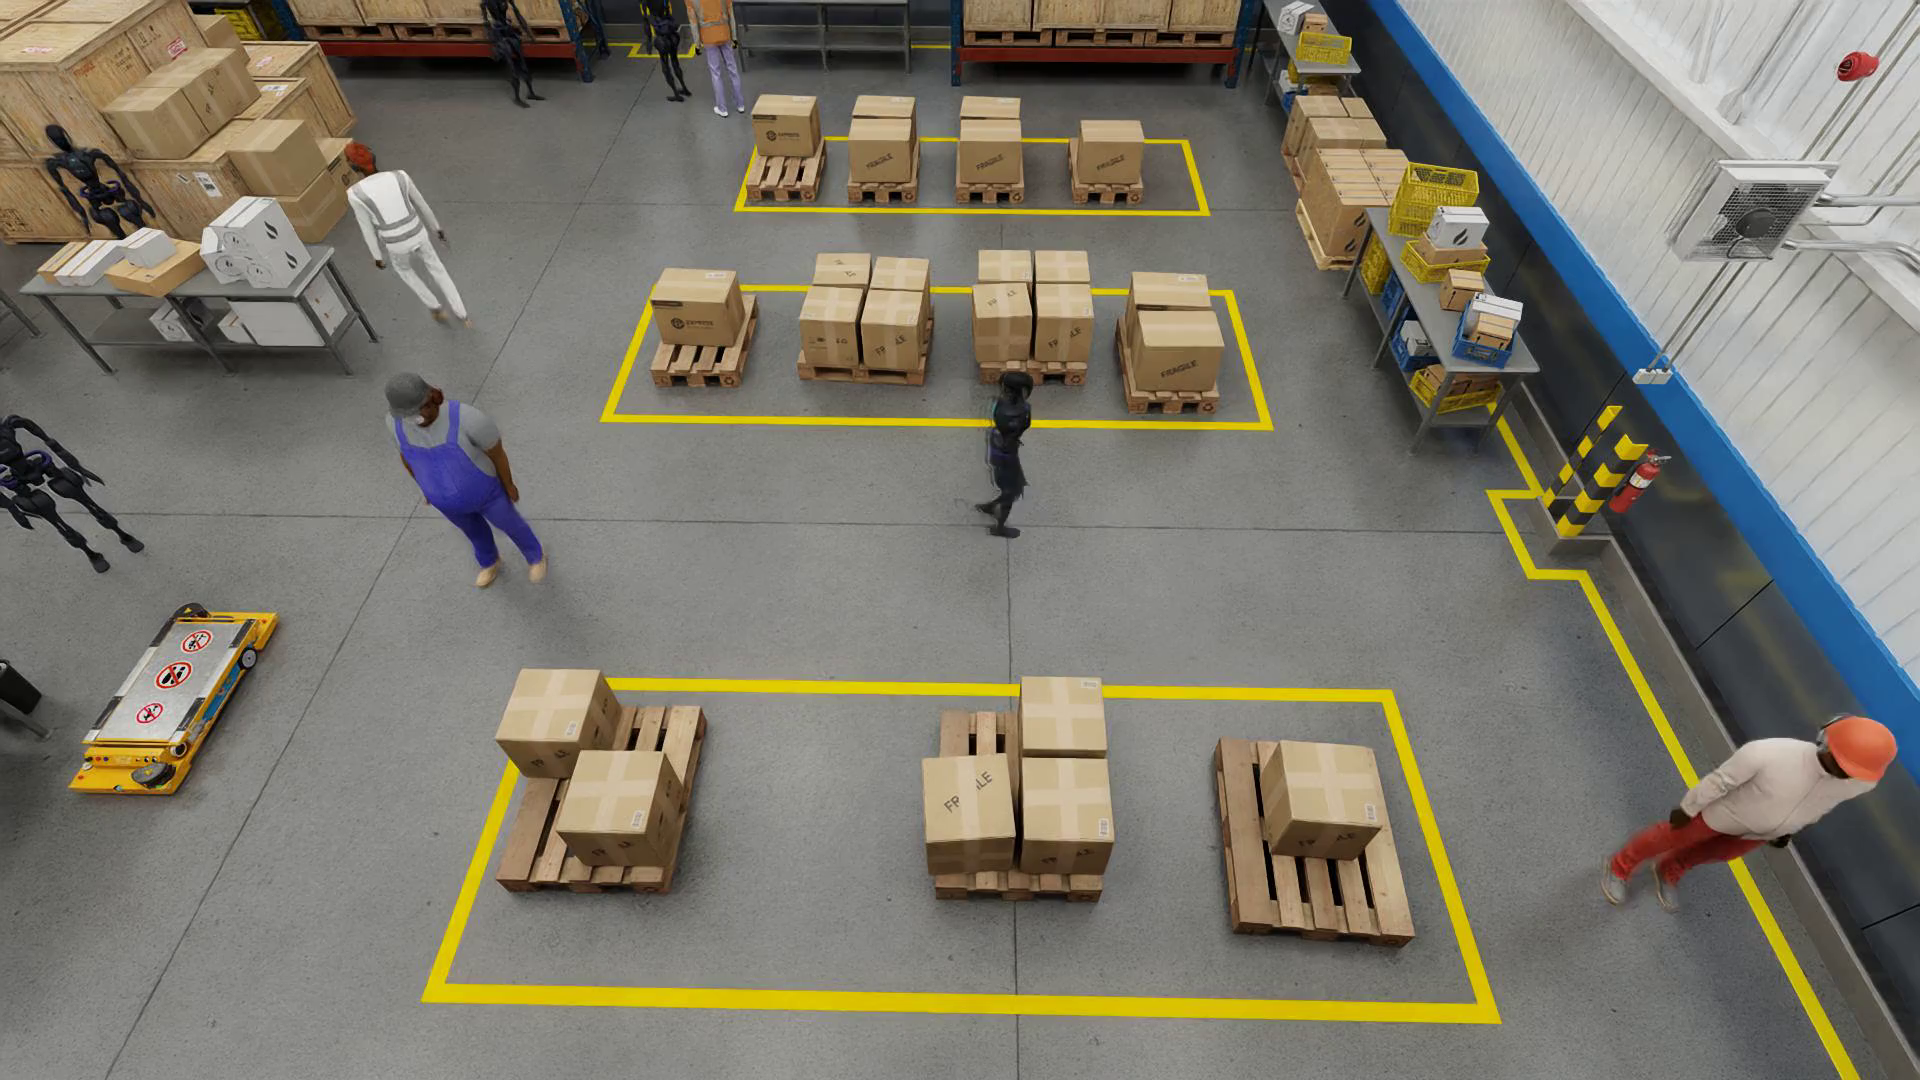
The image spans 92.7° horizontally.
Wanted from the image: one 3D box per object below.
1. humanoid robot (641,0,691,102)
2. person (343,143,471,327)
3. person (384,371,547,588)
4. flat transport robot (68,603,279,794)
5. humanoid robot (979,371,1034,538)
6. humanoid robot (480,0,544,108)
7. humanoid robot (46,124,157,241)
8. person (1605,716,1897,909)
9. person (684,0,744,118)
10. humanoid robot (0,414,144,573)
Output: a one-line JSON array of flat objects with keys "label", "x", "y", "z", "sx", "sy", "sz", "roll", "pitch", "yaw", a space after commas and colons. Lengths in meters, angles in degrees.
[{"label": "humanoid robot", "x": -3.917, "y": -6.703, "z": 12.110, "sx": 0.376, "sy": 1.634, "sz": 0.614, "roll": 16, "pitch": 52, "yaw": 13}, {"label": "person", "x": -5.289, "y": -2.865, "z": 8.749, "sx": 0.615, "sy": 1.853, "sz": 0.715, "roll": 36, "pitch": 58, "yaw": 26}, {"label": "person", "x": -3.532, "y": -0.375, "z": 6.525, "sx": 0.688, "sy": 2.000, "sz": 0.536, "roll": -2, "pitch": 50, "yaw": -2}, {"label": "flat transport robot", "x": -5.504, "y": 1.072, "z": 6.442, "sx": 0.652, "sy": 0.197, "sz": 1.431, "roll": 1, "pitch": 50, "yaw": 1}, {"label": "humanoid robot", "x": 0.392, "y": -0.642, "z": 6.984, "sx": 0.352, "sy": 1.645, "sz": 0.606, "roll": 2, "pitch": 50, "yaw": 1}, {"label": "humanoid robot", "x": -5.892, "y": -6.560, "z": 11.992, "sx": 0.406, "sy": 1.651, "sz": 0.651, "roll": 16, "pitch": 52, "yaw": 13}, {"label": "humanoid robot", "x": -8.630, "y": -3.394, "z": 9.314, "sx": 0.599, "sy": 1.651, "sz": 0.339, "roll": -22, "pitch": 53, "yaw": -18}, {"label": "person", "x": 4.230, "y": 1.516, "z": 4.965, "sx": 0.622, "sy": 1.994, "sz": 0.413, "roll": 10, "pitch": 50, "yaw": 8}, {"label": "person", "x": -3.138, "y": -6.429, "z": 11.724, "sx": 0.587, "sy": 1.923, "sz": 0.379, "roll": -22, "pitch": 53, "yaw": -18}, {"label": "humanoid robot", "x": -6.791, "y": -0.405, "z": 6.786, "sx": 0.342, "sy": 1.651, "sz": 0.568, "roll": 25, "pitch": 54, "yaw": 19}]
